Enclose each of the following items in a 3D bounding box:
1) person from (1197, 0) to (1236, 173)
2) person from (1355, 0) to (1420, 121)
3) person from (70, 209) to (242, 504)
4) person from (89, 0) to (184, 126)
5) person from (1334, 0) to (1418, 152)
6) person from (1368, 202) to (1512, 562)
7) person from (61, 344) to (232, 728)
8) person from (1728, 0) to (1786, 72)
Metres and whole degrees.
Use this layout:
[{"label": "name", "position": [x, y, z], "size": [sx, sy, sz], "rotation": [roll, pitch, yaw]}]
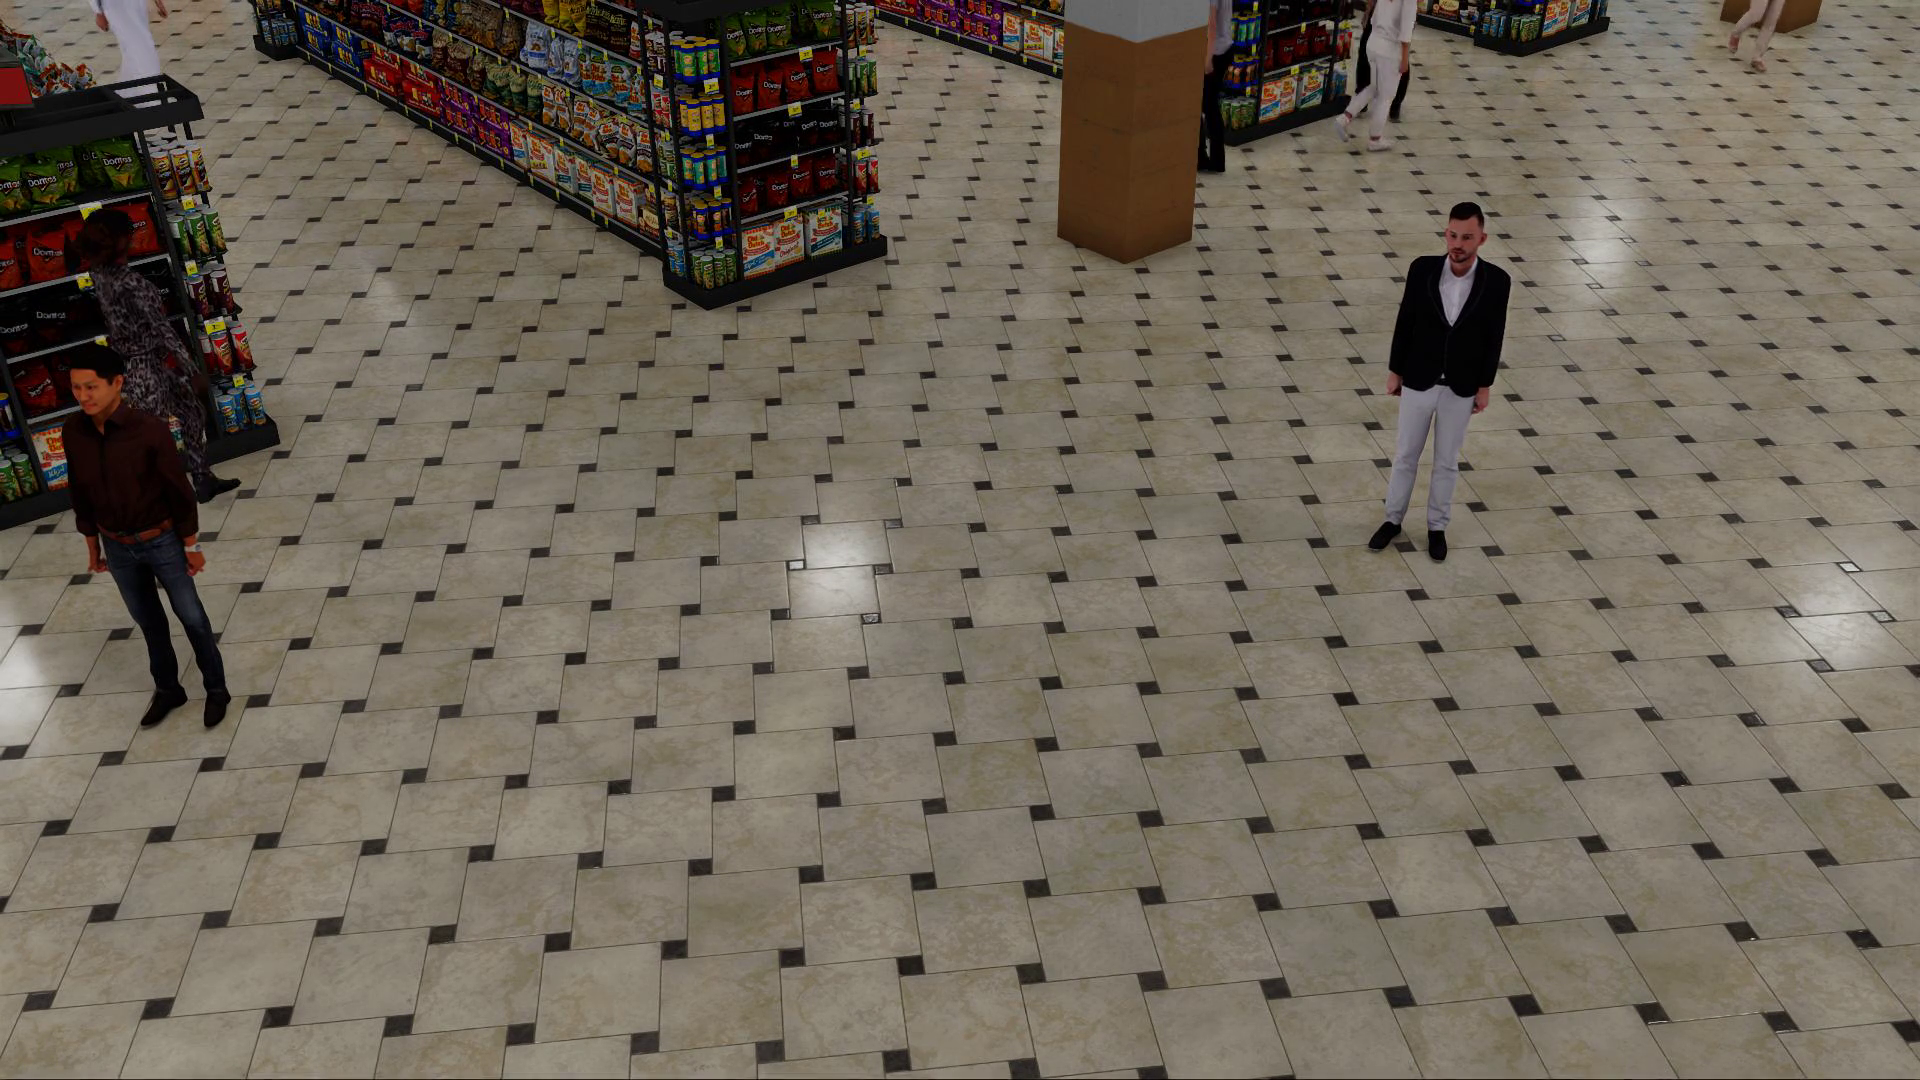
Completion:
[{"label": "person", "position": [2.048, -3.761, 12.928], "size": [0.812, 1.832, 0.850], "rotation": [11, 34, 18]}, {"label": "person", "position": [3.666, -4.458, 14.130], "size": [0.734, 1.747, 0.757], "rotation": [-3, 32, -5]}, {"label": "person", "position": [-4.141, -0.788, 8.281], "size": [0.679, 1.694, 0.744], "rotation": [-26, 40, -35]}, {"label": "person", "position": [-7.101, -4.479, 14.031], "size": [1.346, 1.886, 1.026], "rotation": [15, 35, 23]}, {"label": "person", "position": [3.369, -3.924, 13.340], "size": [0.835, 1.675, 0.843], "rotation": [-15, 35, -22]}, {"label": "person", "position": [2.347, -0.773, 8.116], "size": [0.675, 1.844, 0.805], "rotation": [11, 34, 18]}, {"label": "person", "position": [-3.399, -0.006, 6.942], "size": [0.708, 1.782, 0.752], "rotation": [1, 32, 2]}, {"label": "person", "position": [7.551, -5.286, 15.492], "size": [0.838, 1.713, 0.924], "rotation": [-2, 32, -3]}]
